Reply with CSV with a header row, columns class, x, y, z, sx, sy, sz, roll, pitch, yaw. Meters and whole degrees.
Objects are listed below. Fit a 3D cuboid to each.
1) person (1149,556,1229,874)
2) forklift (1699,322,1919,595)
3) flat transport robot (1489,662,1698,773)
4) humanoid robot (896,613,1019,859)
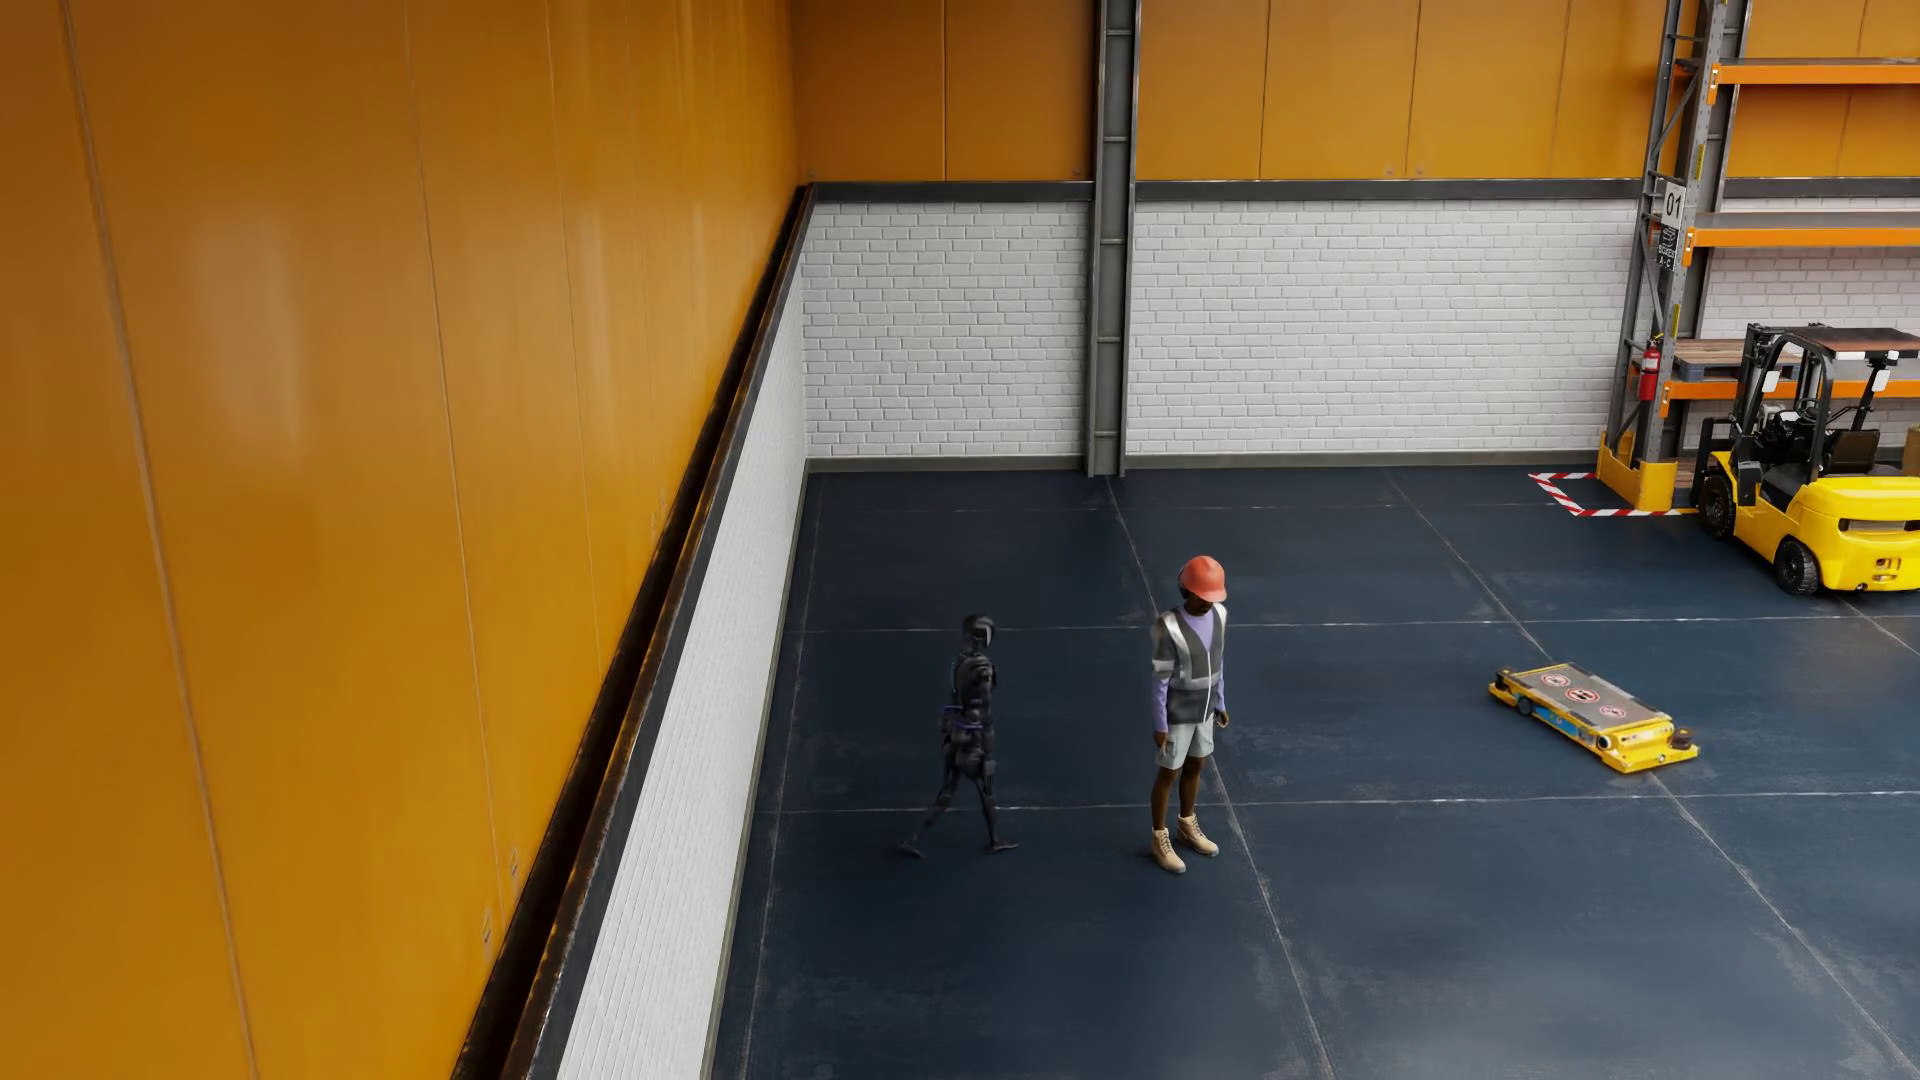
class,x,y,z,sx,sy,sz,roll,pitch,yaw
person,1.422,1.047,10.172,0.604,2.033,0.388,-15,25,-36
forklift,7.809,-0.792,14.926,1.214,2.155,2.313,-1,20,-2
flat transport robot,4.593,1.263,12.129,0.659,0.231,1.431,-8,22,-21
humanoid robot,-0.004,1.239,10.262,0.783,1.645,0.601,-8,22,-21
